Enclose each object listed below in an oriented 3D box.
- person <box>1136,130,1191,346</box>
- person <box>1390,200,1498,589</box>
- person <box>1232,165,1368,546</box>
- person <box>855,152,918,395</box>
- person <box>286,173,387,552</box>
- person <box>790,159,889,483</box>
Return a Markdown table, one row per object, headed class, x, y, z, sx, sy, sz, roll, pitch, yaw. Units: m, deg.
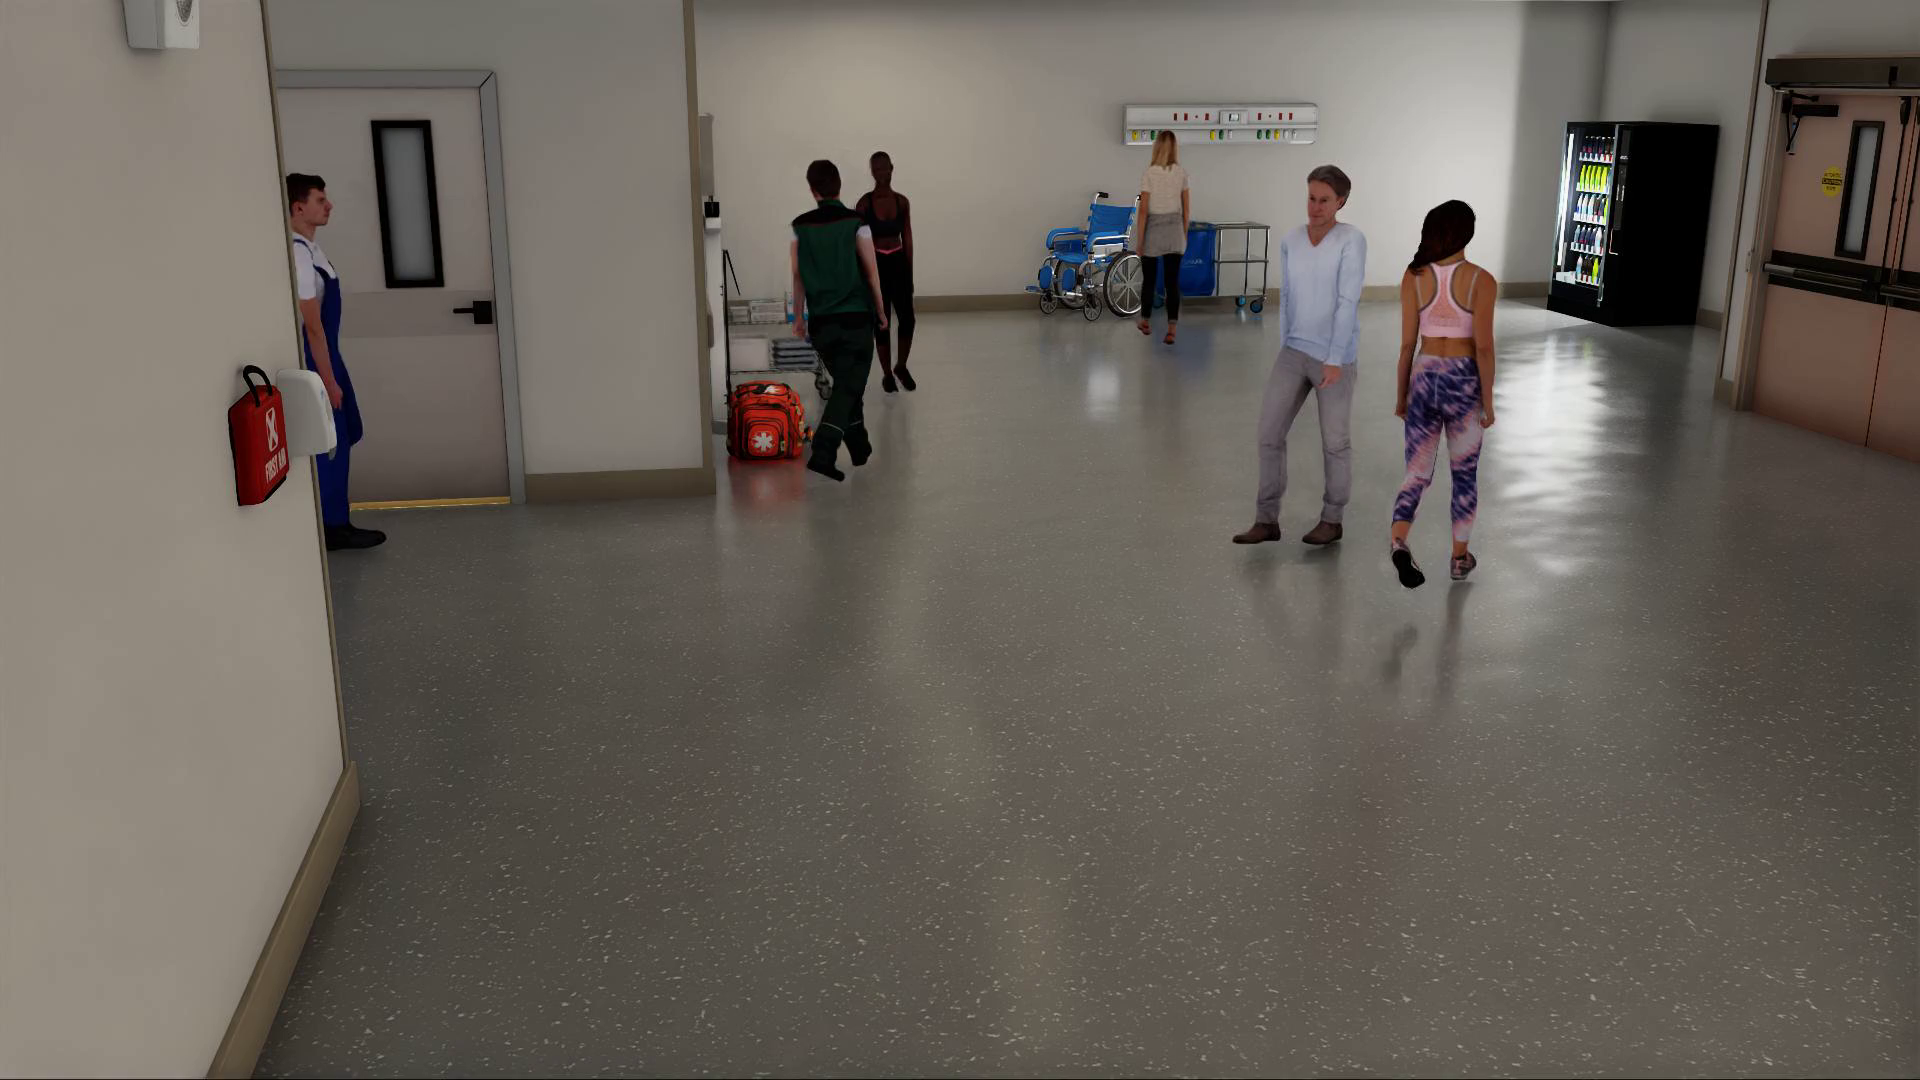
| class | x | y | z | sx | sy | sz | roll | pitch | yaw |
| --- | --- | --- | --- | --- | --- | --- | --- | --- | --- |
| person | 1.755 | -2.510 | 14.110 | 0.709 | 1.774 | 1.211 | -1 | 16 | -5 |
| person | 2.122 | -0.604 | 7.407 | 1.048 | 1.743 | 1.166 | 10 | 19 | 33 |
| person | 1.812 | -0.876 | 8.144 | 0.956 | 1.865 | 0.985 | 14 | 21 | 41 |
| person | -0.579 | -1.923 | 12.095 | 0.628 | 1.738 | 0.671 | -5 | 17 | -18 |
| person | -3.195 | -0.828 | 8.034 | 0.706 | 1.834 | 0.788 | -4 | 16 | -13 |
| person | -0.708 | -1.215 | 9.474 | 1.056 | 1.793 | 1.233 | 7 | 17 | 24 |
